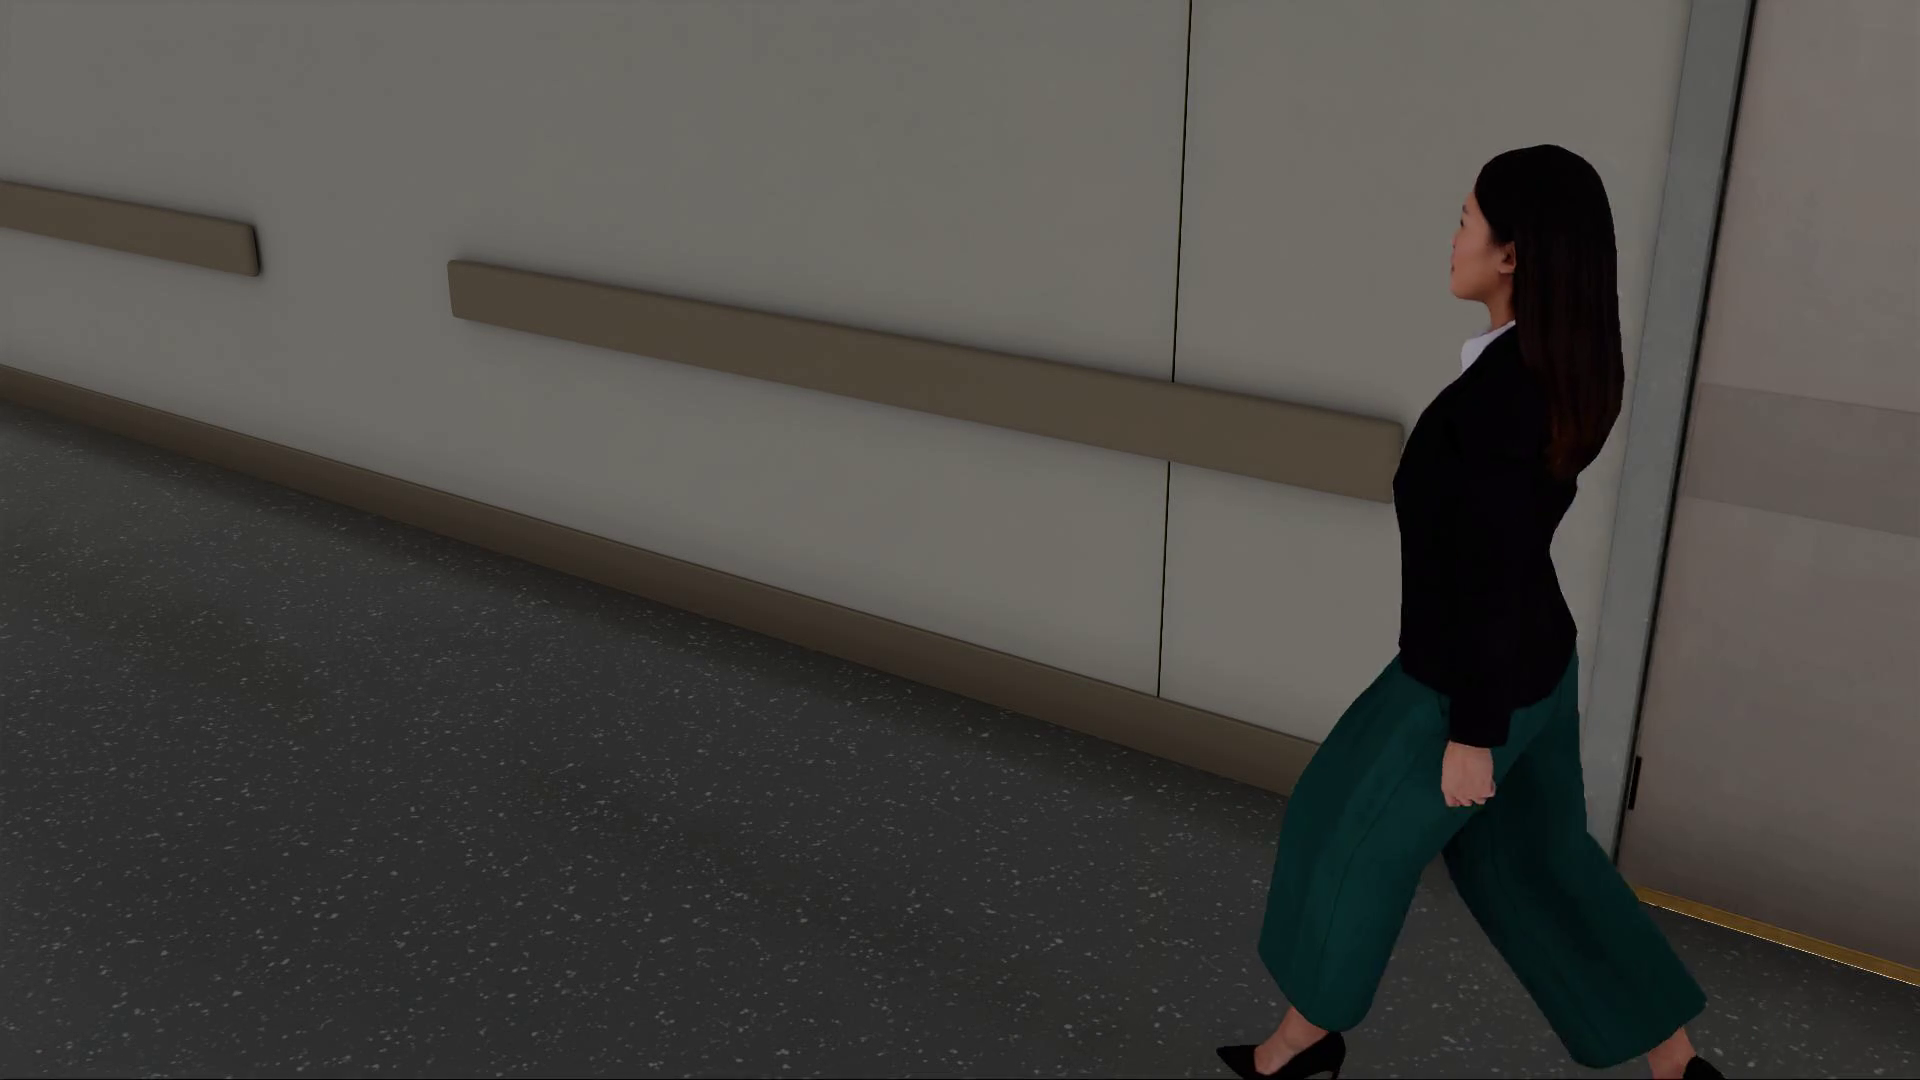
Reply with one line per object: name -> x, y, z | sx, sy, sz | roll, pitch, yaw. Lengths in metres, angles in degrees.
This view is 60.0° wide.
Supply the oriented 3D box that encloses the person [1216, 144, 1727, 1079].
person -> 0.902, 0.289, 2.609 | 0.681, 1.703, 1.038 | 13, 25, 32
